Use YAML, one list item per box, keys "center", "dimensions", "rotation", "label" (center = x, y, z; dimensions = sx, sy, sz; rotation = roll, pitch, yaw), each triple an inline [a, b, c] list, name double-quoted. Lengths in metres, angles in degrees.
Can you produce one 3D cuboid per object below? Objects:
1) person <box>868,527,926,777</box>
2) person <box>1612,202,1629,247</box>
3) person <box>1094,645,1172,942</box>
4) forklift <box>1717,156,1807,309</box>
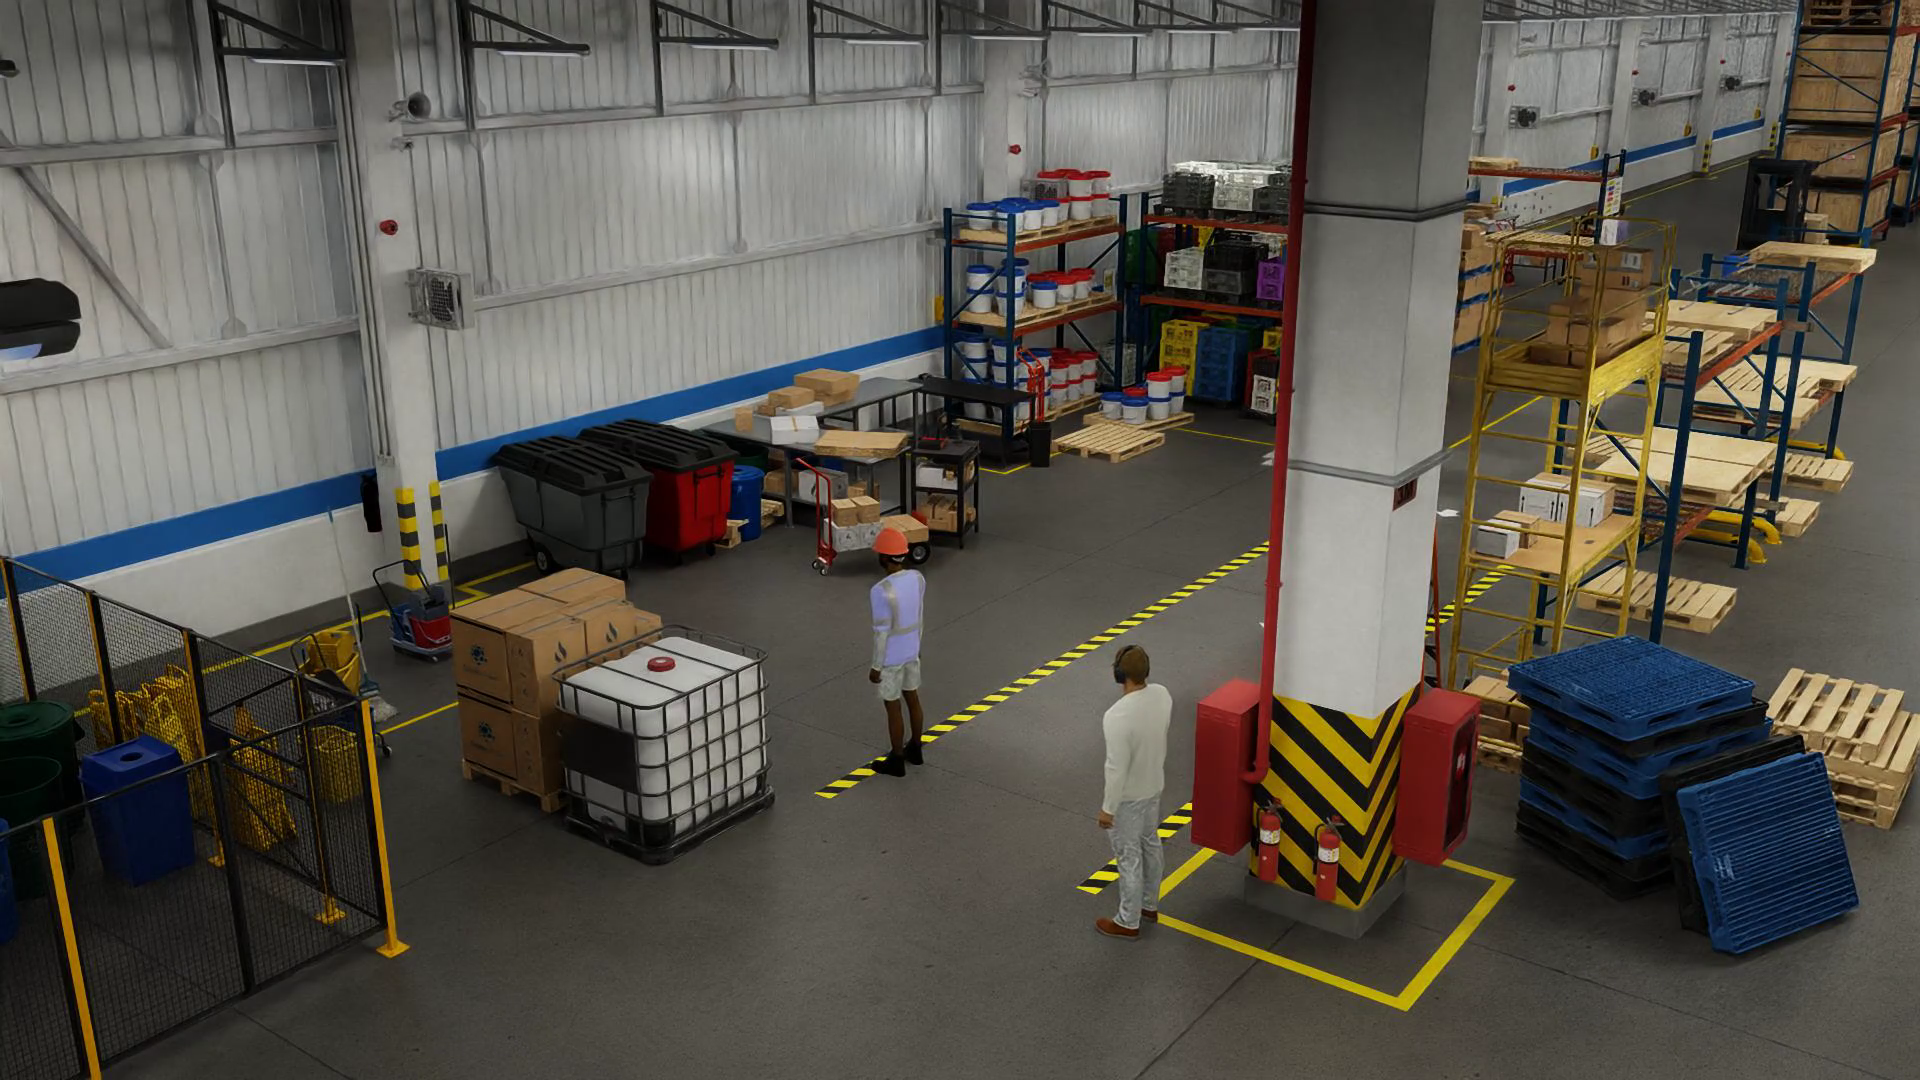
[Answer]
- center: [-0.498, 0.841, 12.535]
  dimensions: [0.379, 1.938, 0.547]
  rotation: [13, 22, 36]
  label: "person"
- center: [12.611, -5.515, 31.992]
  dimensions: [0.375, 1.939, 0.628]
  rotation: [13, 22, 36]
  label: "person"
- center: [1.068, 1.565, 10.325]
  dimensions: [0.375, 1.936, 0.628]
  rotation: [13, 22, 36]
  label: "person"
- center: [15.173, -5.769, 31.275]
  dimensions: [1.129, 2.768, 1.873]
  rotation: [13, 22, 34]
  label: "forklift"
